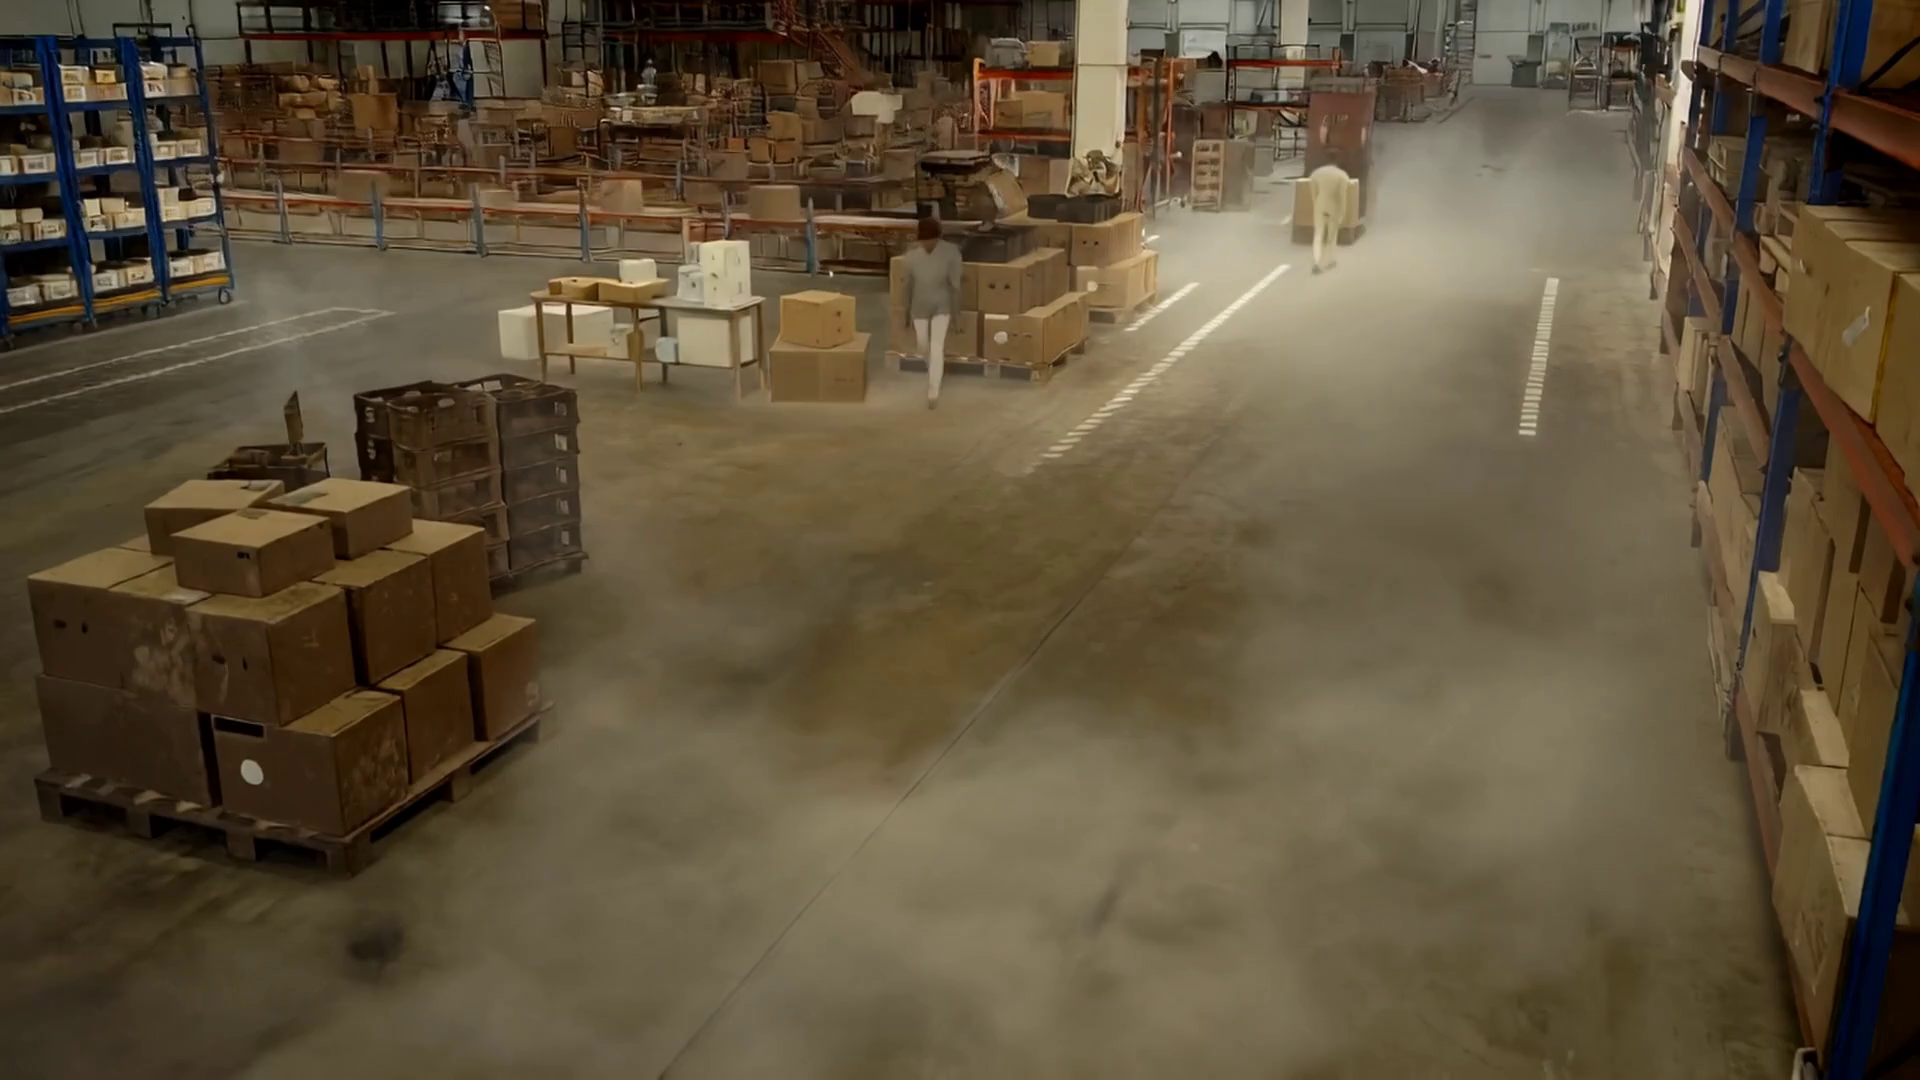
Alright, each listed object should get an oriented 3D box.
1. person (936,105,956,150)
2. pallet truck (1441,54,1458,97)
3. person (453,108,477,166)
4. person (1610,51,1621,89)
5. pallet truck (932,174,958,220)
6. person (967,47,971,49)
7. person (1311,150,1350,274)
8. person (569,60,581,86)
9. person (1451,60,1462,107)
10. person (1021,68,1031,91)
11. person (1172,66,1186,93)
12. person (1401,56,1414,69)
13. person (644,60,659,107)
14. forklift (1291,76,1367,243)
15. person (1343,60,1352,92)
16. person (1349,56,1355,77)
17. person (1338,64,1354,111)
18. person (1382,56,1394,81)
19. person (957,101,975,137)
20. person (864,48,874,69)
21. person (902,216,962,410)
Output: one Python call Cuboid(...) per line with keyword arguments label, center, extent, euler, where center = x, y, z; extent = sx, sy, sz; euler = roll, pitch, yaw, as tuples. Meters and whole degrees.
Cuboid(label="person", center=(-0.324, -9.415, 39.506), extent=(0.615, 1.788, 0.503), euler=(14, 23, 38))
Cuboid(label="pallet truck", center=(22.765, -21.886, 78.355), extent=(0.823, 1.965, 1.885), euler=(-4, 18, -14))
Cuboid(label="person", center=(-11.760, -9.348, 39.419), extent=(0.917, 1.719, 0.529), euler=(-17, 24, -42))
Cuboid(label="person", center=(33.521, -24.014, 85.152), extent=(0.550, 1.928, 0.378), euler=(3, 18, 9))
Cuboid(label="pallet truck", center=(-0.507, -5.292, 27.348), extent=(0.653, 1.274, 1.630), euler=(6, 19, 19))
Cuboid(label="person", center=(0.538, -27.529, 96.185), extent=(0.359, 1.938, 0.545), euler=(13, 22, 35))
Cuboid(label="person", center=(5.702, -5.078, 25.754), extent=(0.622, 1.878, 1.053), euler=(8, 19, 24))
Cuboid(label="person", center=(-16.788, -19.994, 72.595), extent=(0.337, 1.882, 0.584), euler=(12, 21, 32))
Cuboid(label="person", center=(20.987, -19.299, 70.342), extent=(0.425, 1.926, 0.642), euler=(5, 18, 17))
Cuboid(label="person", center=(2.574, -18.142, 66.685), extent=(1.008, 1.935, 0.620), euler=(-9, 20, -27))
Cuboid(label="person", center=(7.824, -16.152, 60.269), extent=(0.713, 2.000, 0.539), euler=(-11, 21, -32))
Cuboid(label="person", center=(21.351, -22.199, 79.610), extent=(0.623, 1.841, 0.430), euler=(-3, 18, -10))
Cuboid(label="person", center=(-12.442, -18.309, 67.058), extent=(0.605, 2.034, 0.397), euler=(-11, 20, -30))
Cuboid(label="forklift", center=(6.598, -6.755, 29.381), extent=(1.129, 2.768, 1.873), euler=(6, 19, 19))
Cuboid(label="person", center=(18.027, -21.403, 77.259), extent=(0.511, 1.727, 0.353), euler=(-11, 21, -32))
Cuboid(label="person", center=(20.029, -23.980, 85.424), extent=(0.540, 1.696, 0.315), euler=(-15, 23, -38))
Cuboid(label="person", center=(15.781, -18.440, 67.776), extent=(0.735, 1.849, 0.522), euler=(-5, 18, -17))
Cuboid(label="person", center=(19.673, -21.249, 76.454), extent=(0.353, 1.936, 0.633), euler=(-15, 23, -39))
Cuboid(label="person", center=(0.201, -10.577, 43.328), extent=(0.552, 1.669, 0.697), euler=(8, 19, 24))
Cuboid(label="person", center=(-5.485, -28.624, 99.881), extent=(0.631, 1.793, 0.927), euler=(-14, 22, -37))
Cuboid(label="person", center=(-0.273, -2.374, 17.142), extent=(0.627, 1.953, 0.908), euler=(5, 18, 14))
